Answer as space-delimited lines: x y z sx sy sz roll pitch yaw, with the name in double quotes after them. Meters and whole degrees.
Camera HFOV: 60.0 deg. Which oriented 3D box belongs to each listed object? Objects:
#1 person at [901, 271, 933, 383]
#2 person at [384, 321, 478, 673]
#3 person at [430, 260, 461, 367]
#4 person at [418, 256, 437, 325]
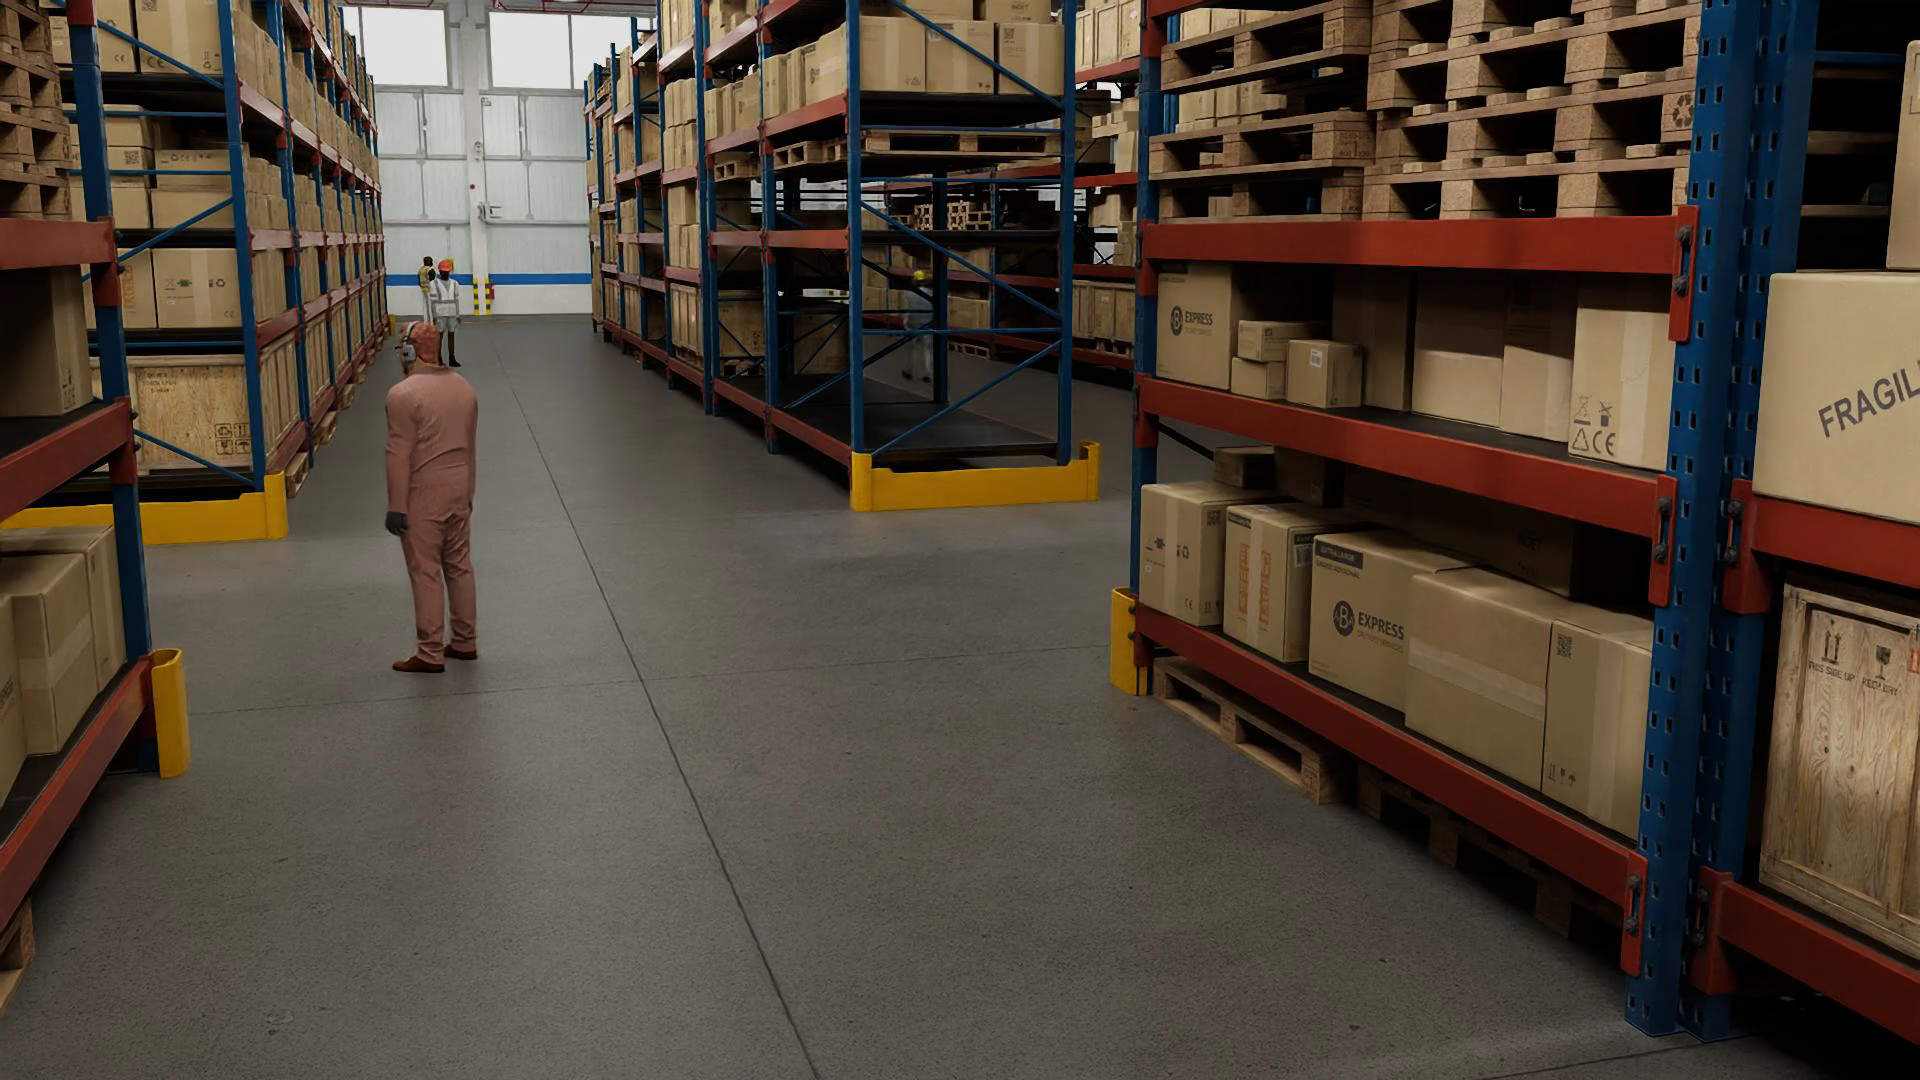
-0.672 -3.476 27.116 0.593 1.789 0.857 -3 11 -14 "person"
-2.892 -0.234 9.055 0.400 1.901 0.642 4 11 20 "person"
-9.280 -4.085 30.060 0.547 1.934 0.375 -9 14 -41 "person"
-13.855 -6.480 43.444 0.622 1.844 0.429 8 13 38 "person"
